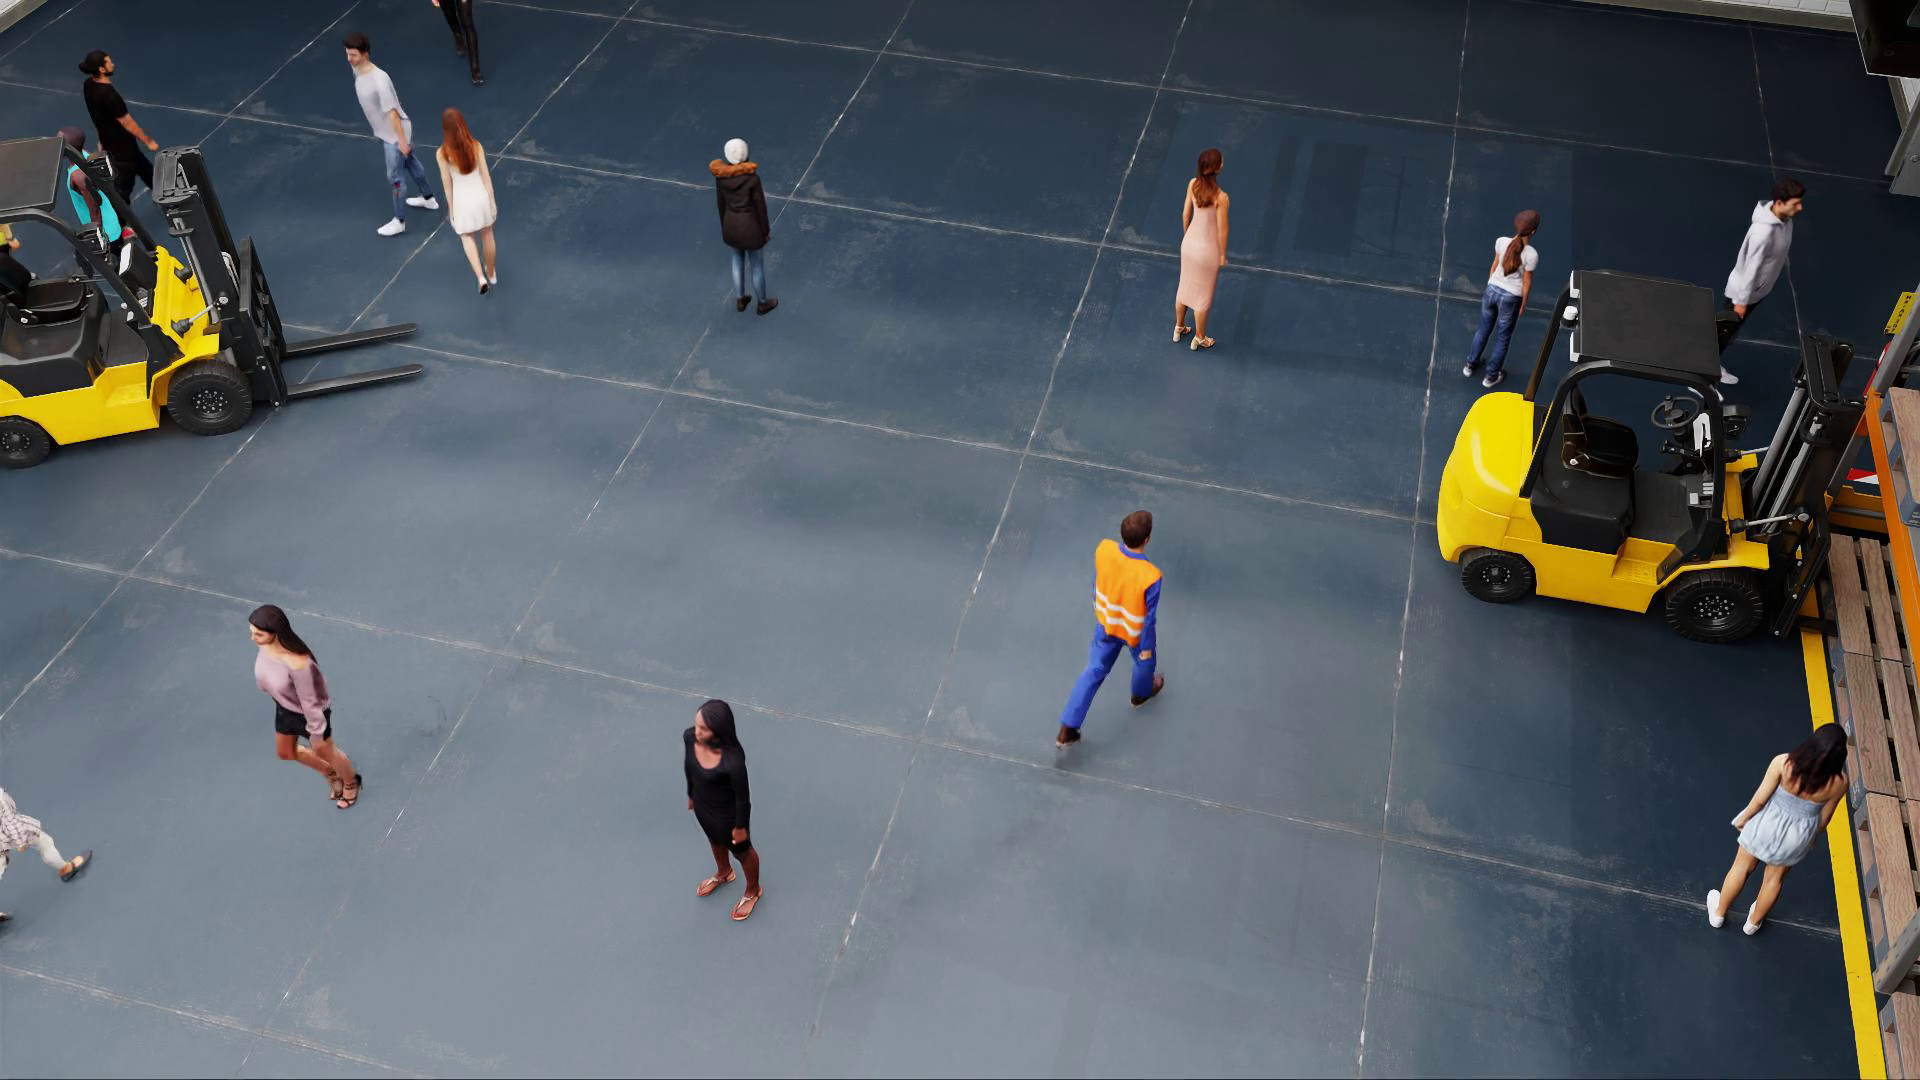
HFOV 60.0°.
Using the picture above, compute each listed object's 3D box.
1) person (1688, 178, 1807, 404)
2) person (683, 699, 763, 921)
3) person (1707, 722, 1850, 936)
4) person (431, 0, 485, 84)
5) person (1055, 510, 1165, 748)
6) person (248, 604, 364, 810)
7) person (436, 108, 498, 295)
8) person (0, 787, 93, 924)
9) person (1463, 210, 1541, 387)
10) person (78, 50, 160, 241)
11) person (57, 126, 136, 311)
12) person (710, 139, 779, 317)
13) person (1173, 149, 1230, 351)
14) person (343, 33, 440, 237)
[{"bbox_3d":[6.133,-1.975,12.963,0.823,1.928,0.675,30,51,28],"label":"person"},{"bbox_3d":[-1.354,1.516,9.450,0.682,1.720,0.653,29,50,27],"label":"person"},{"bbox_3d":[4.601,1.618,9.335,0.606,1.730,0.551,15,46,15],"label":"person"},{"bbox_3d":[-5.198,-5.687,16.946,1.089,1.808,1.335,-11,45,-11],"label":"person"},{"bbox_3d":[0.952,0.585,10.350,1.074,1.826,1.338,31,52,29],"label":"person"},{"bbox_3d":[-3.840,0.979,9.955,0.745,1.800,0.742,28,50,26],"label":"person"},{"bbox_3d":[-4.094,-2.809,14.004,0.842,1.700,0.959,-14,45,-14],"label":"person"},{"bbox_3d":[-5.557,1.711,9.559,0.624,1.287,0.967,17,46,17],"label":"person"},{"bbox_3d":[4.315,-1.937,13.190,0.651,1.561,0.611,-34,53,-30],"label":"person"},{"bbox_3d":[-7.458,-3.411,14.630,1.199,1.709,1.026,-31,52,-28],"label":"person"},{"bbox_3d":[-7.039,-2.585,13.689,0.745,1.810,0.633,-13,45,-13],"label":"person"},{"bbox_3d":[-1.796,-2.604,13.837,0.648,1.633,0.626,16,46,16],"label":"person"},{"bbox_3d":[1.944,-2.340,13.416,0.670,1.832,0.656,-33,53,-30],"label":"person"},{"bbox_3d":[-5.007,-3.662,14.783,1.071,1.861,0.978,-27,50,-26],"label":"person"}]
